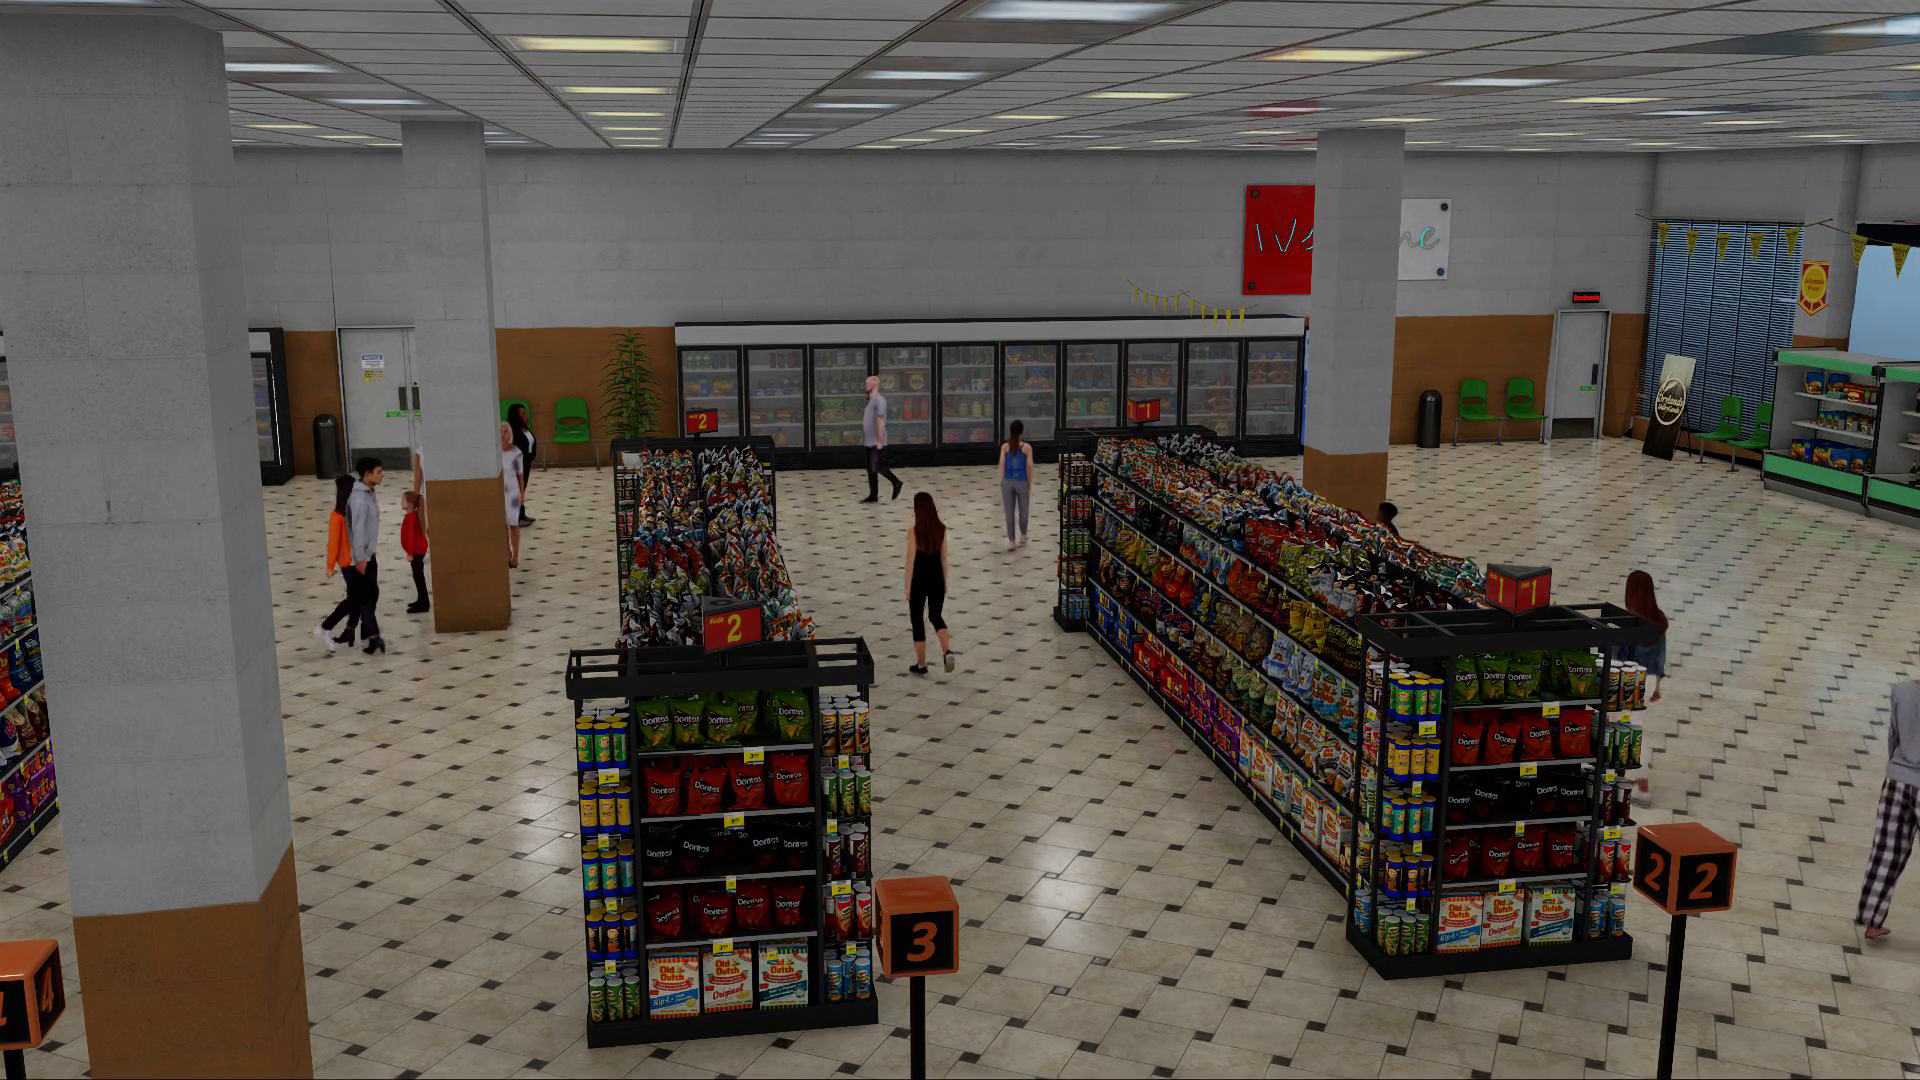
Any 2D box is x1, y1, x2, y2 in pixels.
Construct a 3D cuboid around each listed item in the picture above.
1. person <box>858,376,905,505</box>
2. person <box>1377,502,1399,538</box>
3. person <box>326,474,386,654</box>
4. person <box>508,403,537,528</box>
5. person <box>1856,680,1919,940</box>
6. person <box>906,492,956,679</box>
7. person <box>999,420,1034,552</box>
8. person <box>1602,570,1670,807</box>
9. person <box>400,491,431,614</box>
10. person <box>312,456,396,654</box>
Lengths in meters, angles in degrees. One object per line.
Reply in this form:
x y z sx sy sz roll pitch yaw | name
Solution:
-1.102 -1.391 23.346 0.821 1.823 0.862 -4 13 -20 | person
4.376 0.260 16.903 0.911 1.247 0.866 8 14 33 | person
-5.670 0.245 15.810 0.955 1.727 0.964 4 13 19 | person
-5.836 -0.998 21.981 0.737 1.615 0.606 0 12 -1 | person
5.551 1.484 9.712 1.007 1.814 1.140 -8 14 -32 | person
-0.255 0.429 14.971 0.729 1.712 0.905 -6 13 -27 | person
0.674 -0.652 20.406 0.719 1.587 0.929 1 12 4 | person
4.904 1.087 11.940 0.776 1.673 1.051 -5 13 -22 | person
-5.732 0.115 17.509 0.550 1.280 0.426 -3 12 -13 | person
-5.794 0.166 15.803 0.761 1.884 0.881 -1 12 -7 | person
